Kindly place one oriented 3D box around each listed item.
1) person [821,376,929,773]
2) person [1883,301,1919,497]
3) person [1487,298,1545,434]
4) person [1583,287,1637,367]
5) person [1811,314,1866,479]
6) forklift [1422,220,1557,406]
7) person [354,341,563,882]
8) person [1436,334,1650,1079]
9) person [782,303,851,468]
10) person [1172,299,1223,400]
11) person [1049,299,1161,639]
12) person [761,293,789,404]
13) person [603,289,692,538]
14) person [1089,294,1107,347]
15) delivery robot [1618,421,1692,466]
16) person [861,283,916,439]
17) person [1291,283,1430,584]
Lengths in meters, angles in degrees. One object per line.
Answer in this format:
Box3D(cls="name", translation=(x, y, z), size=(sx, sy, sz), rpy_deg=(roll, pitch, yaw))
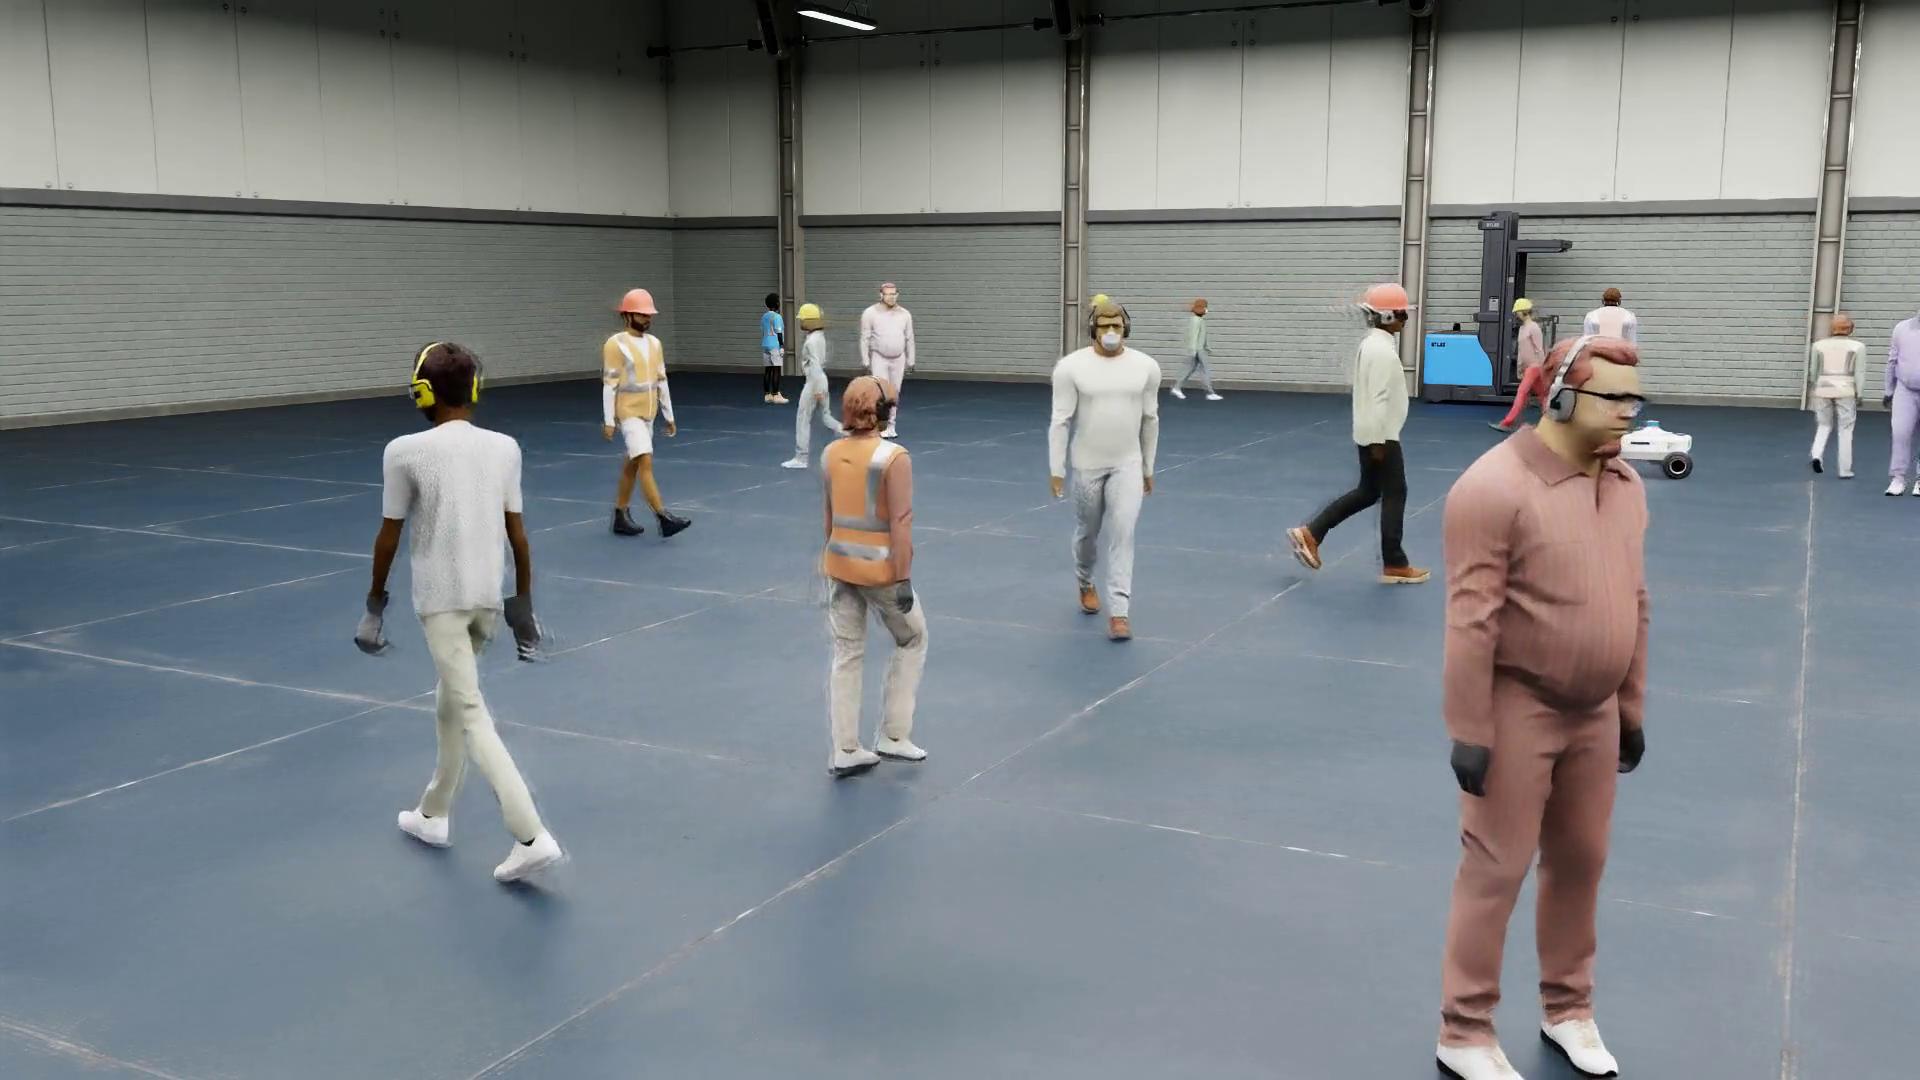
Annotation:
Box3D(cls="person", translation=(-0.338, 0.139, 6.826), size=(0.553, 1.615, 0.528), rpy_deg=(8, 12, 42))
Box3D(cls="person", translation=(8.648, -1.300, 14.966), size=(0.666, 1.861, 0.861), rpy_deg=(7, 12, 38))
Box3D(cls="person", translation=(7.108, -2.154, 20.740), size=(0.975, 1.697, 0.531), rpy_deg=(0, 9, 3))
Box3D(cls="person", translation=(8.008, -2.194, 20.560), size=(0.635, 1.842, 0.429), rpy_deg=(3, 10, 16))
Box3D(cls="person", translation=(8.715, -1.431, 16.529), size=(0.530, 1.621, 0.389), rpy_deg=(9, 13, 44))
Box3D(cls="forklift", translation=(8.245, -3.527, 25.720), size=(1.873, 2.768, 1.129), rpy_deg=(5, 10, 27))
Box3D(cls="person", translation=(-1.699, 0.231, 5.698), size=(0.980, 1.822, 0.525), rpy_deg=(7, 12, 38))
Box3D(cls="person", translation=(1.477, 0.437, 4.186), size=(0.652, 1.896, 0.401), rpy_deg=(-5, 11, -30))
Box3D(cls="person", translation=(-1.438, -1.612, 17.366), size=(0.785, 1.713, 0.486), rpy_deg=(1, 9, 7))
Box3D(cls="person", translation=(3.789, -3.054, 26.601), size=(0.824, 1.599, 0.498), rpy_deg=(2, 9, 13))
Box3D(cls="person", translation=(0.828, -0.444, 9.610), size=(0.645, 1.902, 0.991), rpy_deg=(0, 9, -3))
Box3D(cls="person", translation=(-2.887, -2.969, 25.779), size=(0.318, 1.700, 0.535), rpy_deg=(-7, 11, -36))
Box3D(cls="person", translation=(-2.370, -0.956, 12.743), size=(0.930, 1.896, 0.569), rpy_deg=(5, 11, 30))
Box3D(cls="person", translation=(1.949, -2.605, 23.438), size=(0.391, 1.724, 0.575), rpy_deg=(-5, 10, -27))
Box3D(cls="delivery robot", translation=(6.960, -0.956, 16.724), size=(0.707, 0.478, 0.477), rpy_deg=(3, 10, 19))
Box3D(cls="person", translation=(-0.832, -2.169, 20.244), size=(0.673, 1.887, 0.657), rpy_deg=(-4, 10, -23))
Box3D(cls="person", translation=(2.675, -0.706, 10.986), size=(0.834, 1.973, 0.615), rpy_deg=(1, 9, 5))
